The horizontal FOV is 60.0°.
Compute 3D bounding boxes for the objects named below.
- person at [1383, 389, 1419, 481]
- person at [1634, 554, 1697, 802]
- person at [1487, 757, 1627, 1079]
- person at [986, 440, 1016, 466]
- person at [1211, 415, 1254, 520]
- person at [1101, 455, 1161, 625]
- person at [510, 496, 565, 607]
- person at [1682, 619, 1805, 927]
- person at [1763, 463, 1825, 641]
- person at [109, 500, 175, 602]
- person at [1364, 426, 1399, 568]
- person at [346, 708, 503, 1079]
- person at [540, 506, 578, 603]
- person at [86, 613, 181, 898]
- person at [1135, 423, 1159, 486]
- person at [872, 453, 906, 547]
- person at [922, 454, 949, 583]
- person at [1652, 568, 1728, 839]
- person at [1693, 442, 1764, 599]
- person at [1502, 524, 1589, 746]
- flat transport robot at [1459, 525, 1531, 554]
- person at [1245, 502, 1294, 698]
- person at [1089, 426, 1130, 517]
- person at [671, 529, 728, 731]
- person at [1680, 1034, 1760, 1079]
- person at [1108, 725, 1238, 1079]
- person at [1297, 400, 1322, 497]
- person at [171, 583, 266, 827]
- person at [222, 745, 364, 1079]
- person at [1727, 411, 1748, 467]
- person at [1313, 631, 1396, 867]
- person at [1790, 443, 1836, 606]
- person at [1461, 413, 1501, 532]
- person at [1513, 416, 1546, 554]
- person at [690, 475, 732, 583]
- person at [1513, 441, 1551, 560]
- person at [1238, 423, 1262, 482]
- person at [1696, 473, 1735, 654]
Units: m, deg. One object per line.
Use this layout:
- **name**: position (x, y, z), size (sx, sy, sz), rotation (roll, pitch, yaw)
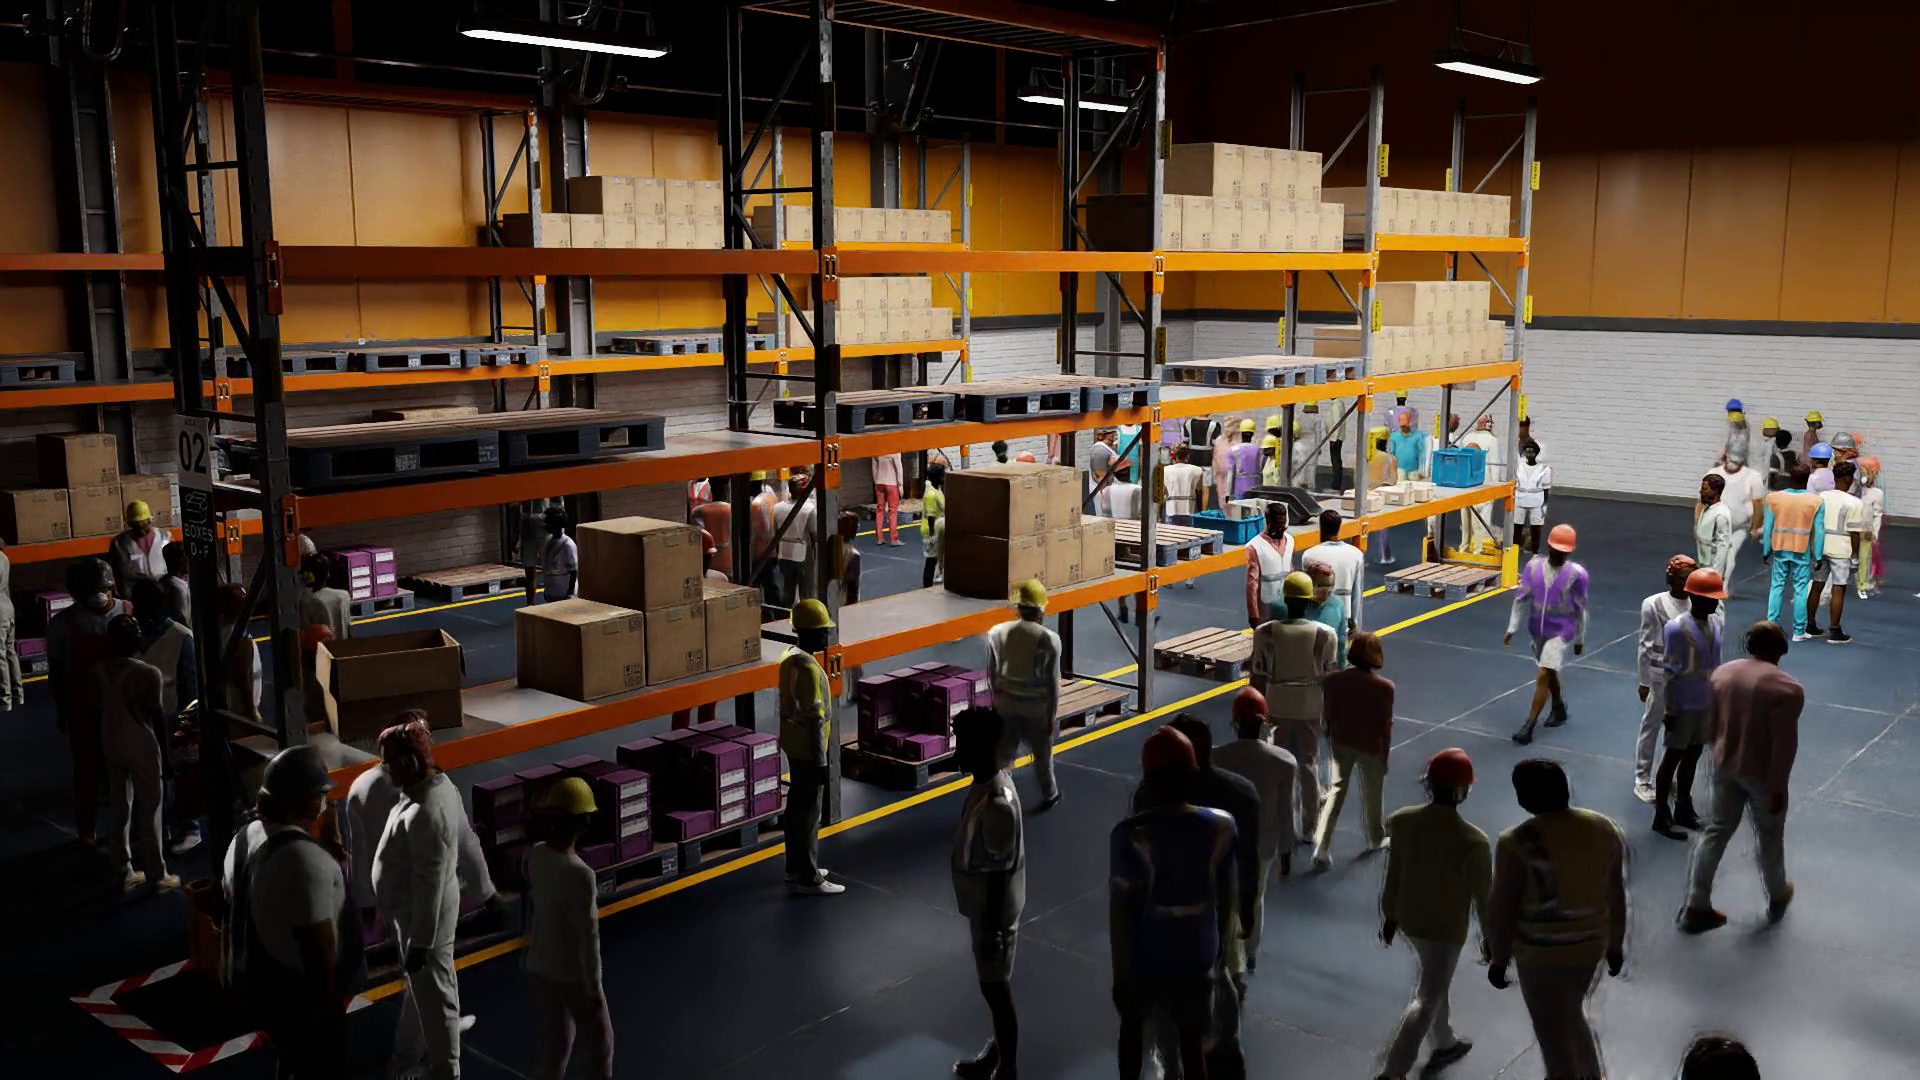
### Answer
- **person**: position (7.547, -1.659, 28.518), size (0.585, 1.930, 0.363), rotation (1, 10, 8)
- **person**: position (5.371, 1.039, 12.549), size (0.581, 1.882, 0.339), rotation (-3, 10, -16)
- **person**: position (2.730, 1.896, 7.679), size (0.651, 1.809, 0.444), rotation (-4, 10, -21)
- **person**: position (0.588, -0.553, 22.703), size (0.563, 1.658, 0.433), rotation (-2, 10, -14)
- **person**: position (3.945, -0.867, 23.937), size (0.658, 1.884, 0.568), rotation (8, 13, 40)
- **person**: position (1.911, -0.002, 18.761), size (0.676, 1.897, 0.370), rotation (5, 11, 26)
- **person**: position (-4.707, -0.037, 18.498), size (0.616, 2.041, 0.378), rotation (1, 10, 8)
- **person**: position (4.860, 1.427, 10.218), size (1.020, 1.877, 0.653), rotation (-6, 11, -32)
- **person**: position (8.954, 0.128, 17.884), size (0.597, 1.917, 0.375), rotation (8, 12, 40)
- **person**: position (-7.779, 0.512, 15.919), size (0.605, 1.814, 0.408), rotation (-7, 12, -35)
- **person**: position (5.539, -0.566, 22.099), size (0.590, 1.896, 0.860), rotation (6, 11, 33)
- **person**: position (-2.660, 1.756, 8.306), size (0.661, 1.870, 0.789), rotation (5, 11, 26)
- **person**: position (-3.923, 0.507, 16.280), size (0.317, 1.695, 0.540), rotation (-9, 13, -42)
- **person**: position (-5.293, 1.381, 10.649), size (0.505, 1.838, 0.350), rotation (1, 10, 8)
- **person**: position (3.320, -1.899, 30.185), size (0.803, 1.843, 0.566), rotation (-8, 12, -39)
- **person**: position (-1.019, -0.780, 23.772), size (0.522, 1.765, 0.317), rotation (7, 12, 35)
- **person**: position (-0.240, -0.267, 21.122), size (0.317, 1.626, 0.596), rotation (9, 13, 43)
- **person**: position (5.194, 1.145, 11.757), size (0.552, 1.935, 0.374), rotation (-6, 11, -30)
- **person**: position (9.073, -0.237, 19.699), size (0.702, 2.000, 1.089), rotation (9, 13, 44)
- **person**: position (5.046, 0.771, 14.208), size (1.048, 1.874, 0.572), rotation (-9, 13, -42)
- **flat transport robot**: position (7.618, -0.010, 23.616), size (0.652, 0.197, 1.431), rotation (6, 11, 32)
- **person**: position (2.823, 0.592, 15.166), size (0.594, 1.907, 0.414), rotation (-8, 12, -40)
- **person**: position (1.976, -0.619, 21.979), size (0.537, 2.000, 0.679), rotation (1, 10, 7)
- **person**: position (-2.043, 0.893, 13.088), size (0.391, 1.995, 0.613), rotation (9, 13, 43)
- **person**: position (2.269, 2.335, 5.121), size (0.699, 1.767, 1.001), rotation (6, 11, 32)
- **person**: position (0.923, 1.812, 7.536), size (0.625, 2.008, 0.867), rotation (-2, 10, -10)
- **person**: position (6.059, -1.614, 28.836), size (0.319, 1.738, 0.485), rotation (-8, 13, -41)
- **person**: position (-5.171, 1.210, 11.772), size (0.760, 1.812, 0.561), rotation (-8, 12, -40)
- **person**: position (-2.922, 1.874, 7.097), size (0.705, 2.000, 0.771), rotation (8, 13, 41)
- **person**: position (12.128, -1.148, 26.057), size (0.323, 1.737, 0.485), rotation (1, 10, 8)
- **person**: position (2.676, 1.404, 11.227), size (0.503, 1.597, 0.827), rotation (8, 12, 38)
- **person**: position (10.087, -0.170, 19.577), size (0.614, 1.945, 0.404), rotation (-5, 11, -25)
- **person**: position (7.487, -0.861, 23.824), size (0.407, 1.910, 0.638), rotation (-6, 11, -31)
- **person**: position (7.829, -0.754, 23.083), size (0.729, 1.928, 0.653), rotation (-6, 11, -33)
- **person**: position (-2.437, 0.262, 16.963), size (0.600, 1.958, 0.378), rotation (0, 10, 3)
- **person**: position (7.556, -0.468, 22.107), size (0.532, 1.696, 0.319), rotation (5, 11, 27)
- **person**: position (4.362, -0.999, 25.564), size (0.534, 1.598, 0.733), rotation (4, 10, 22)
- **person**: position (7.710, 0.269, 17.045), size (0.399, 1.920, 0.589), rotation (2, 10, 11)
